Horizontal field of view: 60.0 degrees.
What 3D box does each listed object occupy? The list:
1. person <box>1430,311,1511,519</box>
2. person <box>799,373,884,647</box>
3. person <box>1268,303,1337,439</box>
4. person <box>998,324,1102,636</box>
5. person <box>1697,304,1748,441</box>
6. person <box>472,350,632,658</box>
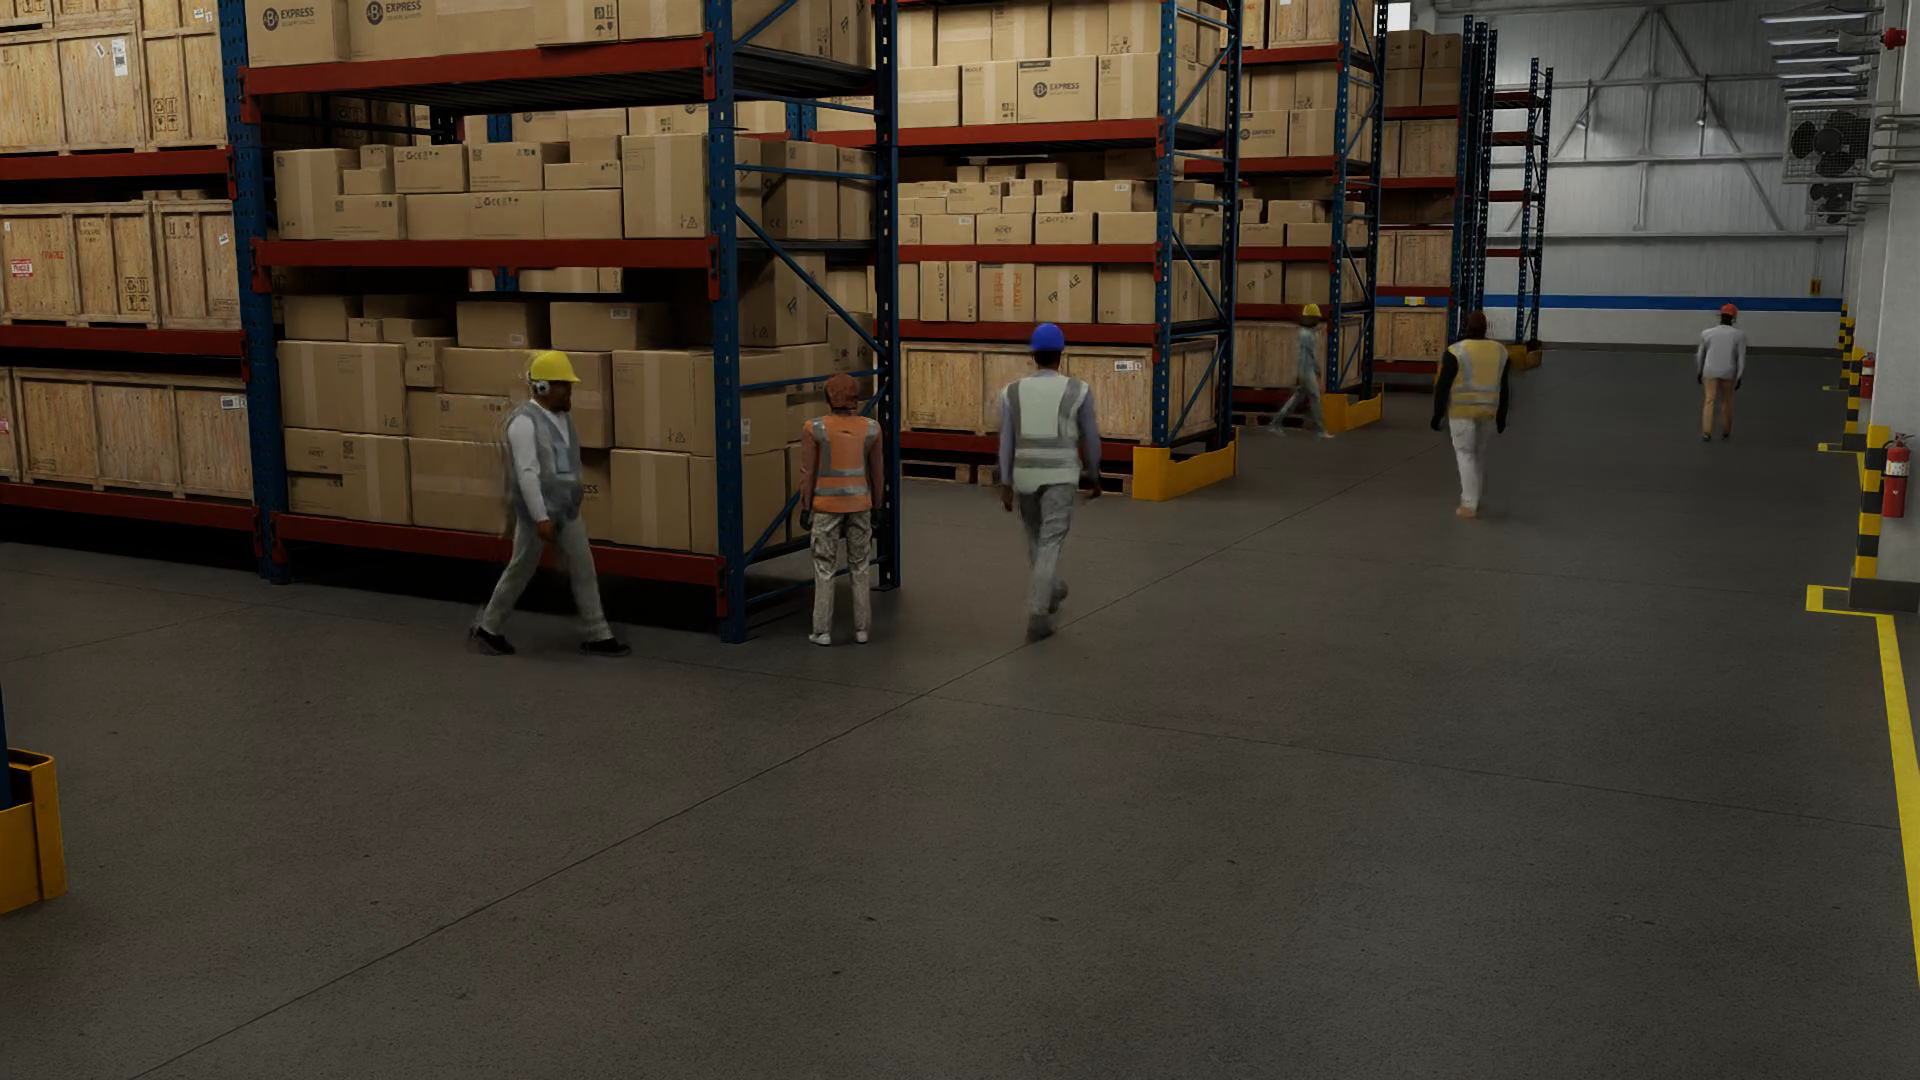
[{"bbox_3d":[4.496,-1.111,14.769,0.626,1.819,0.687,-3,10,-17],"label":"person"},{"bbox_3d":[-0.698,-0.175,9.878,0.525,1.631,0.319,-4,11,-22],"label":"person"},{"bbox_3d":[4.321,-2.129,20.978,0.827,1.710,0.491,3,10,15],"label":"person"},{"bbox_3d":[0.551,-0.384,10.342,0.597,1.890,1.062,4,11,24],"label":"person"},{"bbox_3d":[9.453,-2.078,20.685,0.562,1.709,0.887,5,11,27],"label":"person"},{"bbox_3d":[-2.408,-0.195,9.551,0.927,1.792,0.597,4,10,20],"label":"person"}]
